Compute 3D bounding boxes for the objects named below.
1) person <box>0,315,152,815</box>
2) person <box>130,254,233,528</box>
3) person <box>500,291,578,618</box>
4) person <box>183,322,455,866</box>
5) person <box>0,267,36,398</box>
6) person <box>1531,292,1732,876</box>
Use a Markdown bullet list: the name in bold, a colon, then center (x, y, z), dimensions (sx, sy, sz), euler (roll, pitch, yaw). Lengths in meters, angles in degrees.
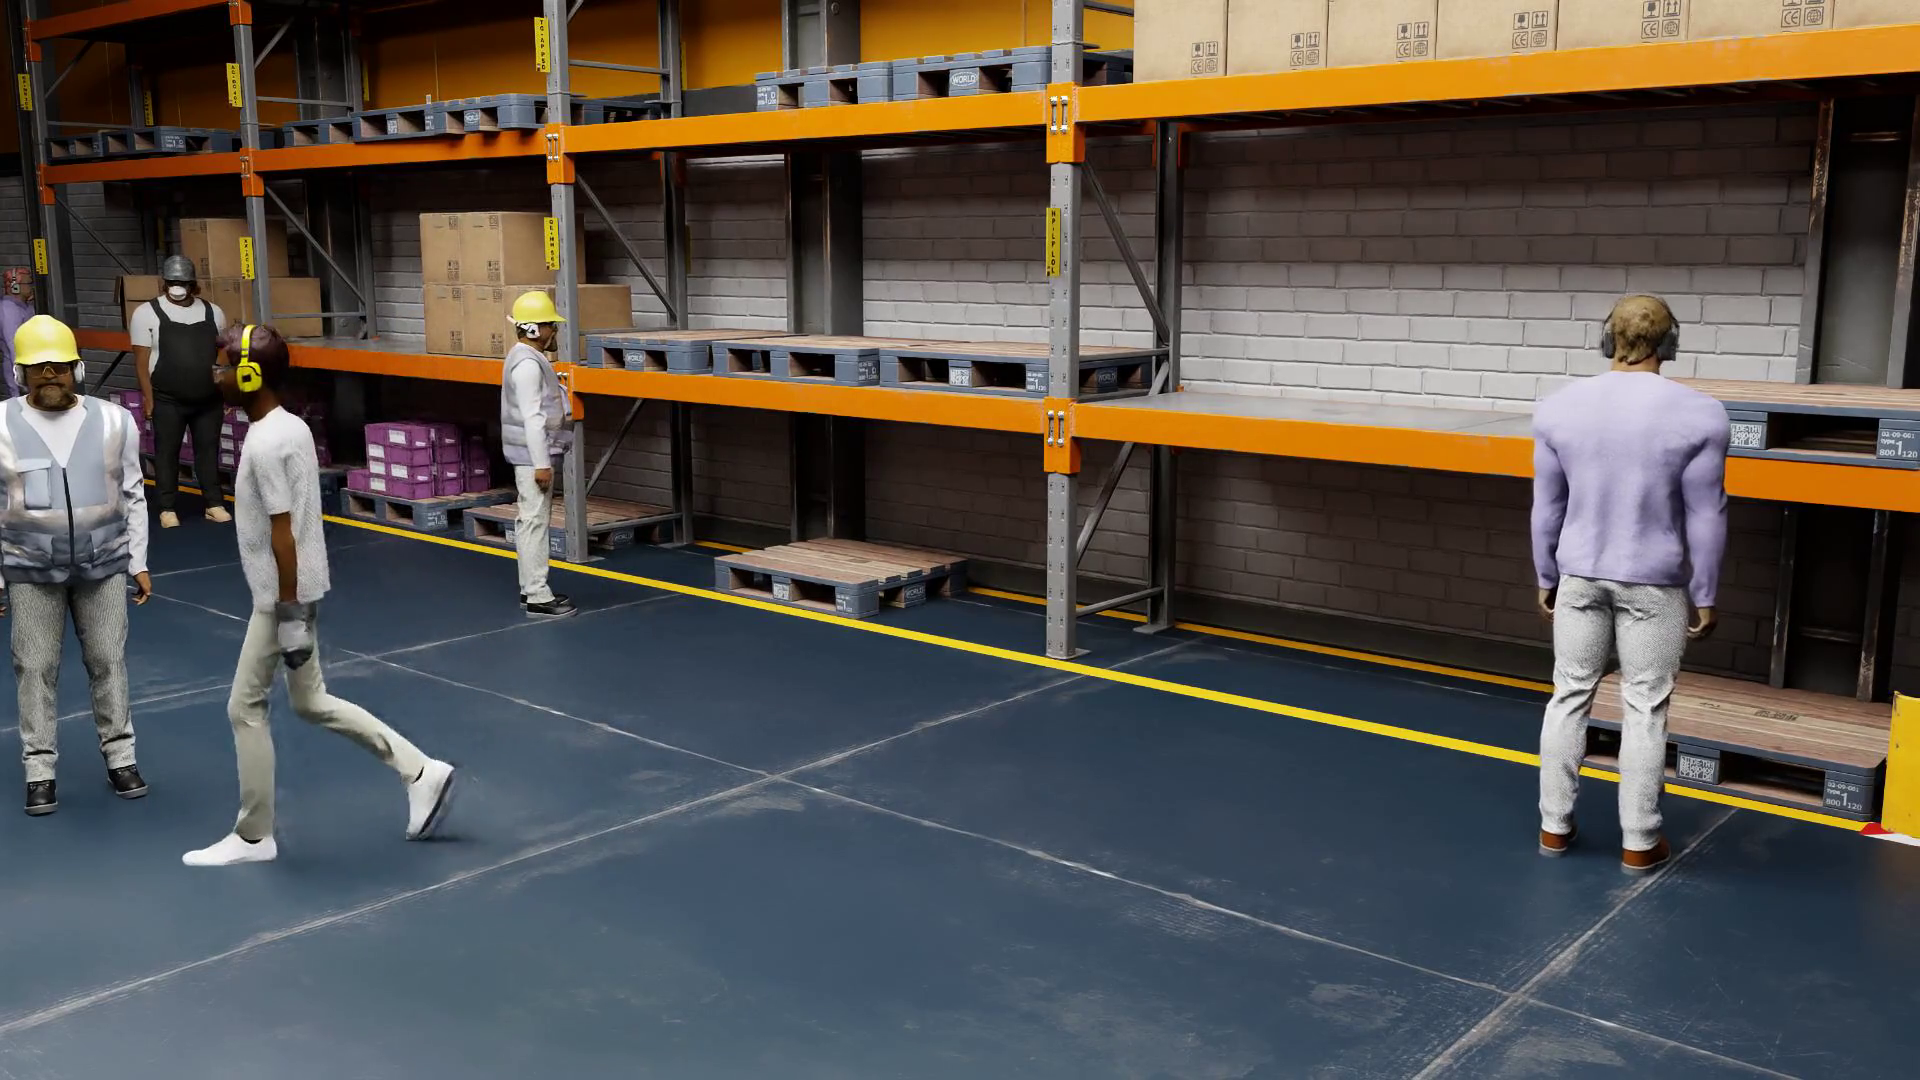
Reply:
- **person**: center (-3.317, 0.088, 6.174), dimensions (0.591, 1.833, 0.403), euler (-7, 12, -36)
- **person**: center (-5.775, -1.121, 12.463), dimensions (0.682, 2.000, 0.536), euler (-9, 14, -43)
- **person**: center (-2.383, -0.482, 9.415), dimensions (0.404, 1.835, 0.587), euler (-3, 10, -17)
- **person**: center (-2.198, 0.191, 5.602), dimensions (0.824, 1.840, 0.516), euler (-2, 10, -11)
- **person**: center (-8.123, -1.410, 14.493), dimensions (0.409, 1.907, 0.651), euler (-5, 11, -27)
- **person**: center (2.216, 0.146, 5.565), dimensions (0.631, 1.932, 0.362), euler (7, 12, 36)
